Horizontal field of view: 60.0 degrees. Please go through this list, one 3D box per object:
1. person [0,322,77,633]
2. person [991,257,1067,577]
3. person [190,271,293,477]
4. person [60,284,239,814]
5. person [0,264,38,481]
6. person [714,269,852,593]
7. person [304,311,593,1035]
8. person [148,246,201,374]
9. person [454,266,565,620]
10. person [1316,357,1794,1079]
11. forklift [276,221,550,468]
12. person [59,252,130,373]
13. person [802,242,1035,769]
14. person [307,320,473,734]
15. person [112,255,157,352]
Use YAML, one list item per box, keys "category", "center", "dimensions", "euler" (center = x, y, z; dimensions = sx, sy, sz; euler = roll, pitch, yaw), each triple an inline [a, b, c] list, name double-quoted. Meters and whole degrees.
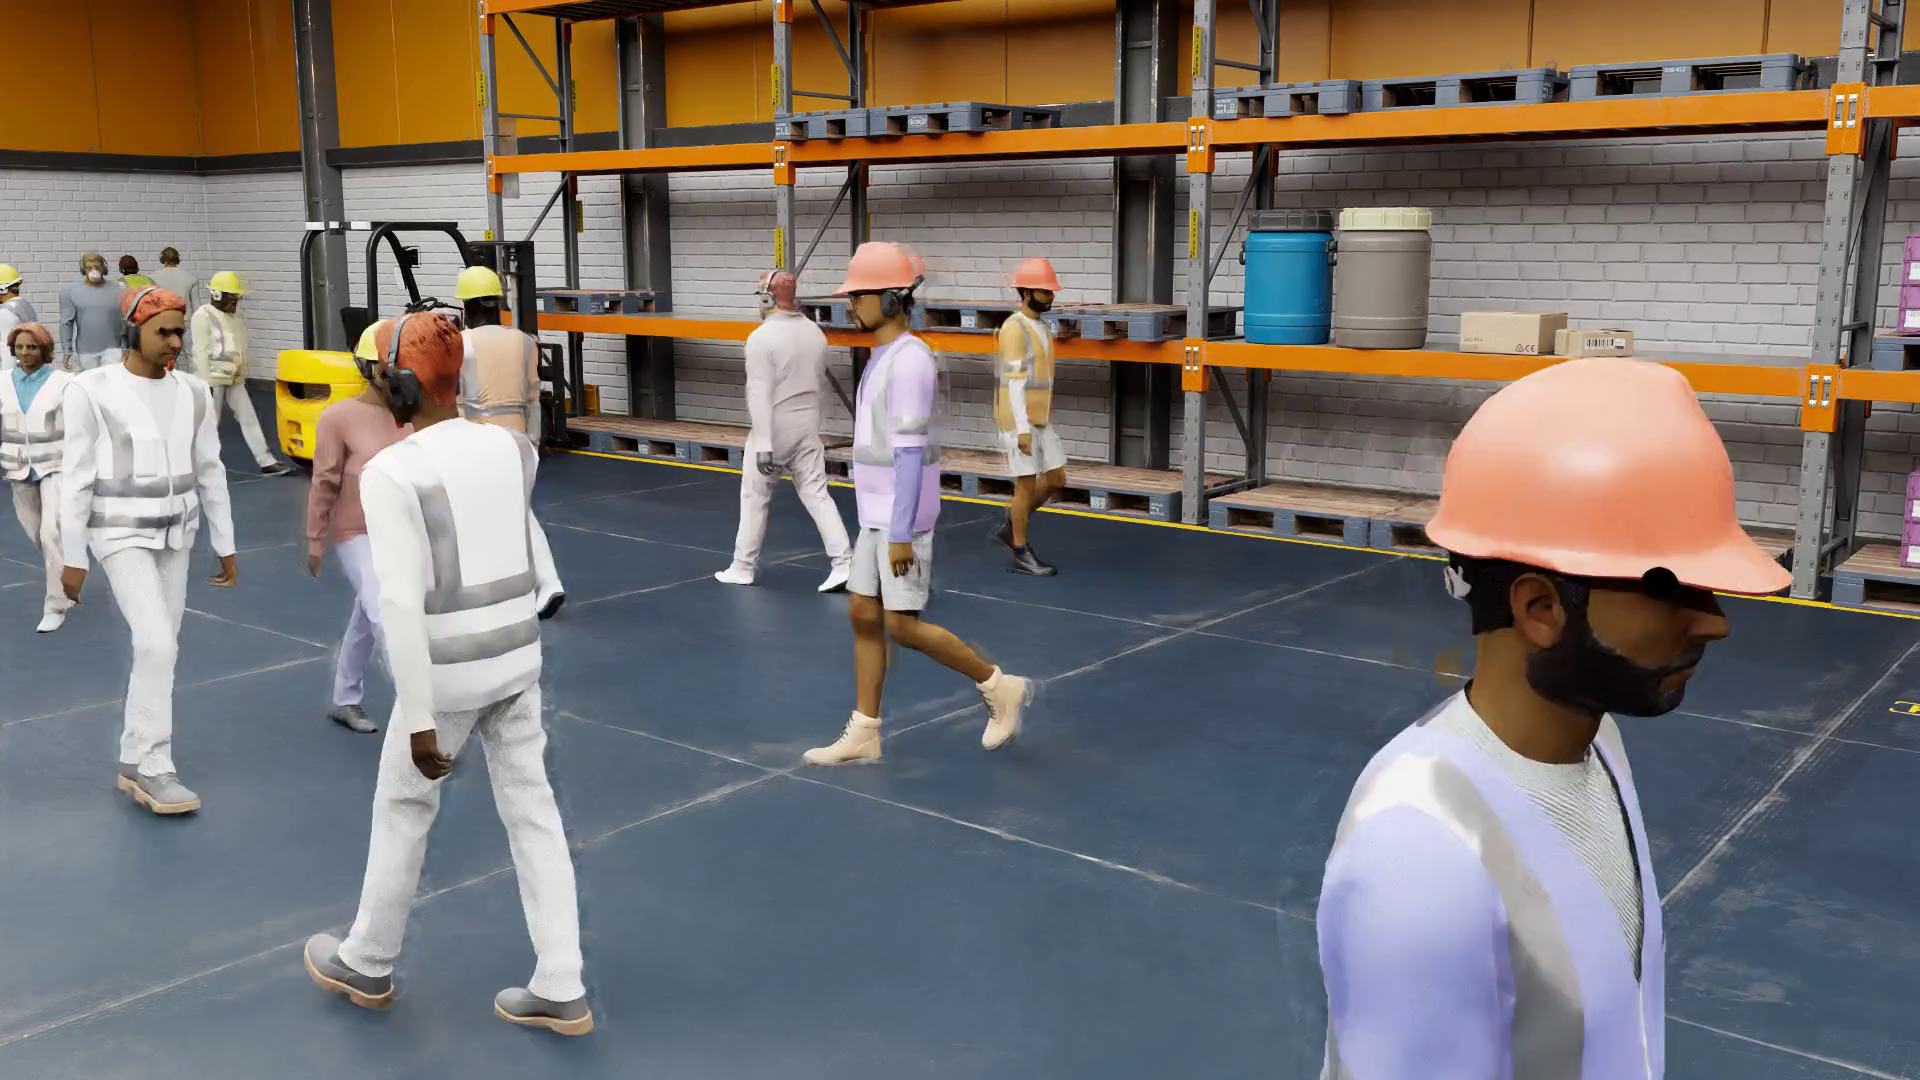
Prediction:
- category: "person"
  center: [-4.869, -0.367, 8.867]
  dimensions: [0.515, 1.604, 0.802]
  euler: [-1, 10, -4]
- category: "person"
  center: [0.419, -0.728, 9.995]
  dimensions: [0.431, 1.918, 0.550]
  euler: [6, 12, 31]
- category: "person"
  center: [-6.129, -1.375, 14.044]
  dimensions: [0.818, 1.764, 0.643]
  euler: [2, 10, 9]
- category: "person"
  center: [-2.833, 0.033, 5.935]
  dimensions: [0.713, 1.859, 0.598]
  euler: [5, 11, 25]
- category: "person"
  center: [-7.997, -1.417, 14.089]
  dimensions: [0.403, 1.826, 0.595]
  euler: [-3, 11, -15]
- category: "person"
  center: [-0.989, -0.615, 9.551]
  dimensions: [1.013, 1.862, 0.653]
  euler: [8, 13, 37]
- category: "person"
  center: [-1.347, 0.344, 4.280]
  dimensions: [0.935, 1.840, 0.583]
  euler: [6, 12, 30]
- category: "person"
  center: [-9.981, -2.753, 21.169]
  dimensions: [0.627, 1.940, 0.376]
  euler: [-8, 13, -36]
- category: "person"
  center: [-2.466, -0.513, 8.894]
  dimensions: [0.919, 1.897, 0.597]
  euler: [10, 14, 43]
- category: "person"
  center: [0.490, 0.771, 1.696]
  dimensions: [0.541, 1.920, 0.559]
  euler: [7, 12, 35]
- category: "forklift"
  center: [-4.922, -1.741, 14.854]
  dimensions: [1.214, 2.155, 2.313]
  euler: [8, 13, 38]
- category: "person"
  center: [-8.224, -1.778, 15.883]
  dimensions: [0.641, 1.895, 0.971]
  euler: [-4, 11, -23]
- category: "person"
  center: [-0.164, -0.112, 6.319]
  dimensions: [0.816, 2.024, 0.614]
  euler: [-3, 11, -15]
- category: "person"
  center: [-2.270, -0.015, 6.613]
  dimensions: [0.949, 1.702, 0.535]
  euler: [6, 12, 32]
- category: "person"
  center: [-10.122, -2.566, 20.413]
  dimensions: [0.430, 1.841, 0.624]
  euler: [5, 11, 25]
